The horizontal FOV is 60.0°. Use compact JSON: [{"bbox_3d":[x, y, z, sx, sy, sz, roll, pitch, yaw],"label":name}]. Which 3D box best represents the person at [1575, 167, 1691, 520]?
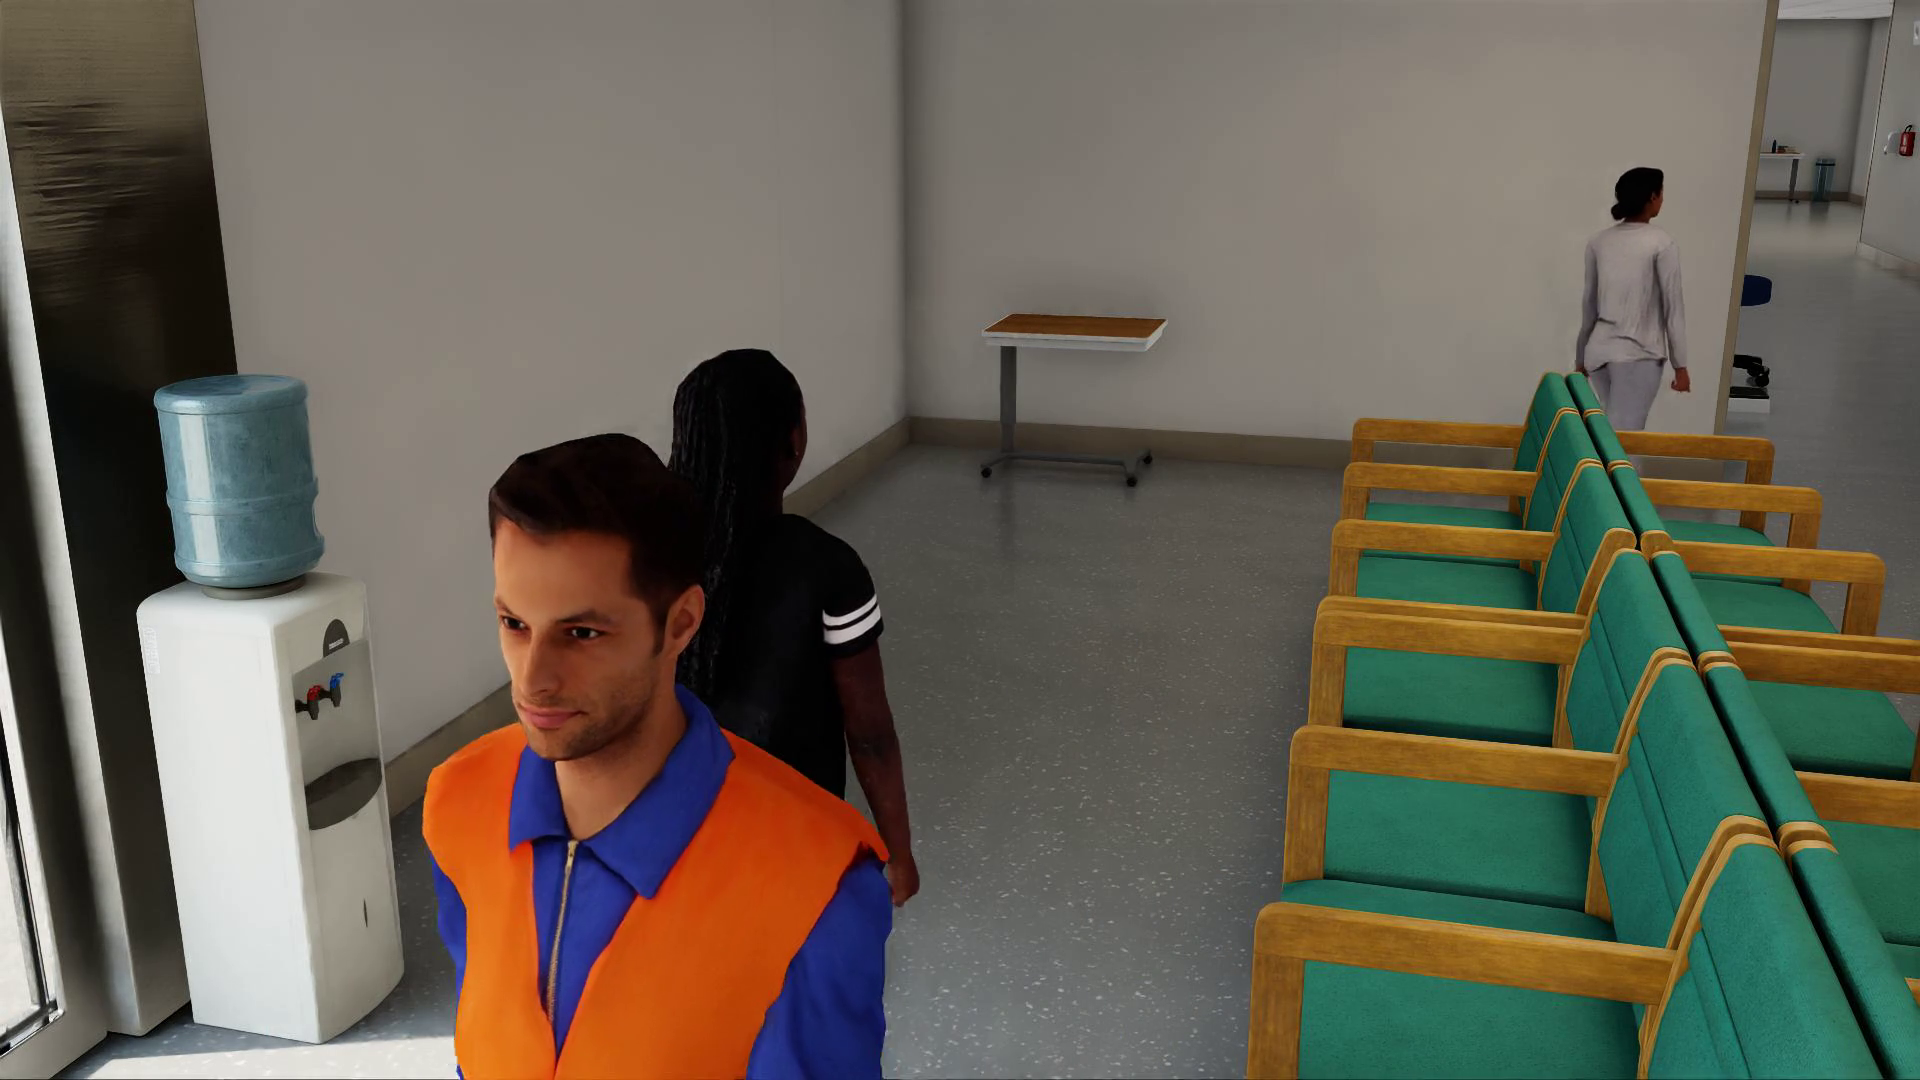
[{"bbox_3d":[2.983,-0.800,7.587,1.194,1.702,1.101,-8,18,-26],"label":"person"}]

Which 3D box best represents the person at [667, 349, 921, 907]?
[{"bbox_3d":[-0.385,0.571,2.718,0.937,1.707,0.813,9,18,29],"label":"person"}]

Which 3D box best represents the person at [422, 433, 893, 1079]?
[{"bbox_3d":[-0.252,0.779,1.767,1.064,1.822,0.749,5,17,17],"label":"person"}]
